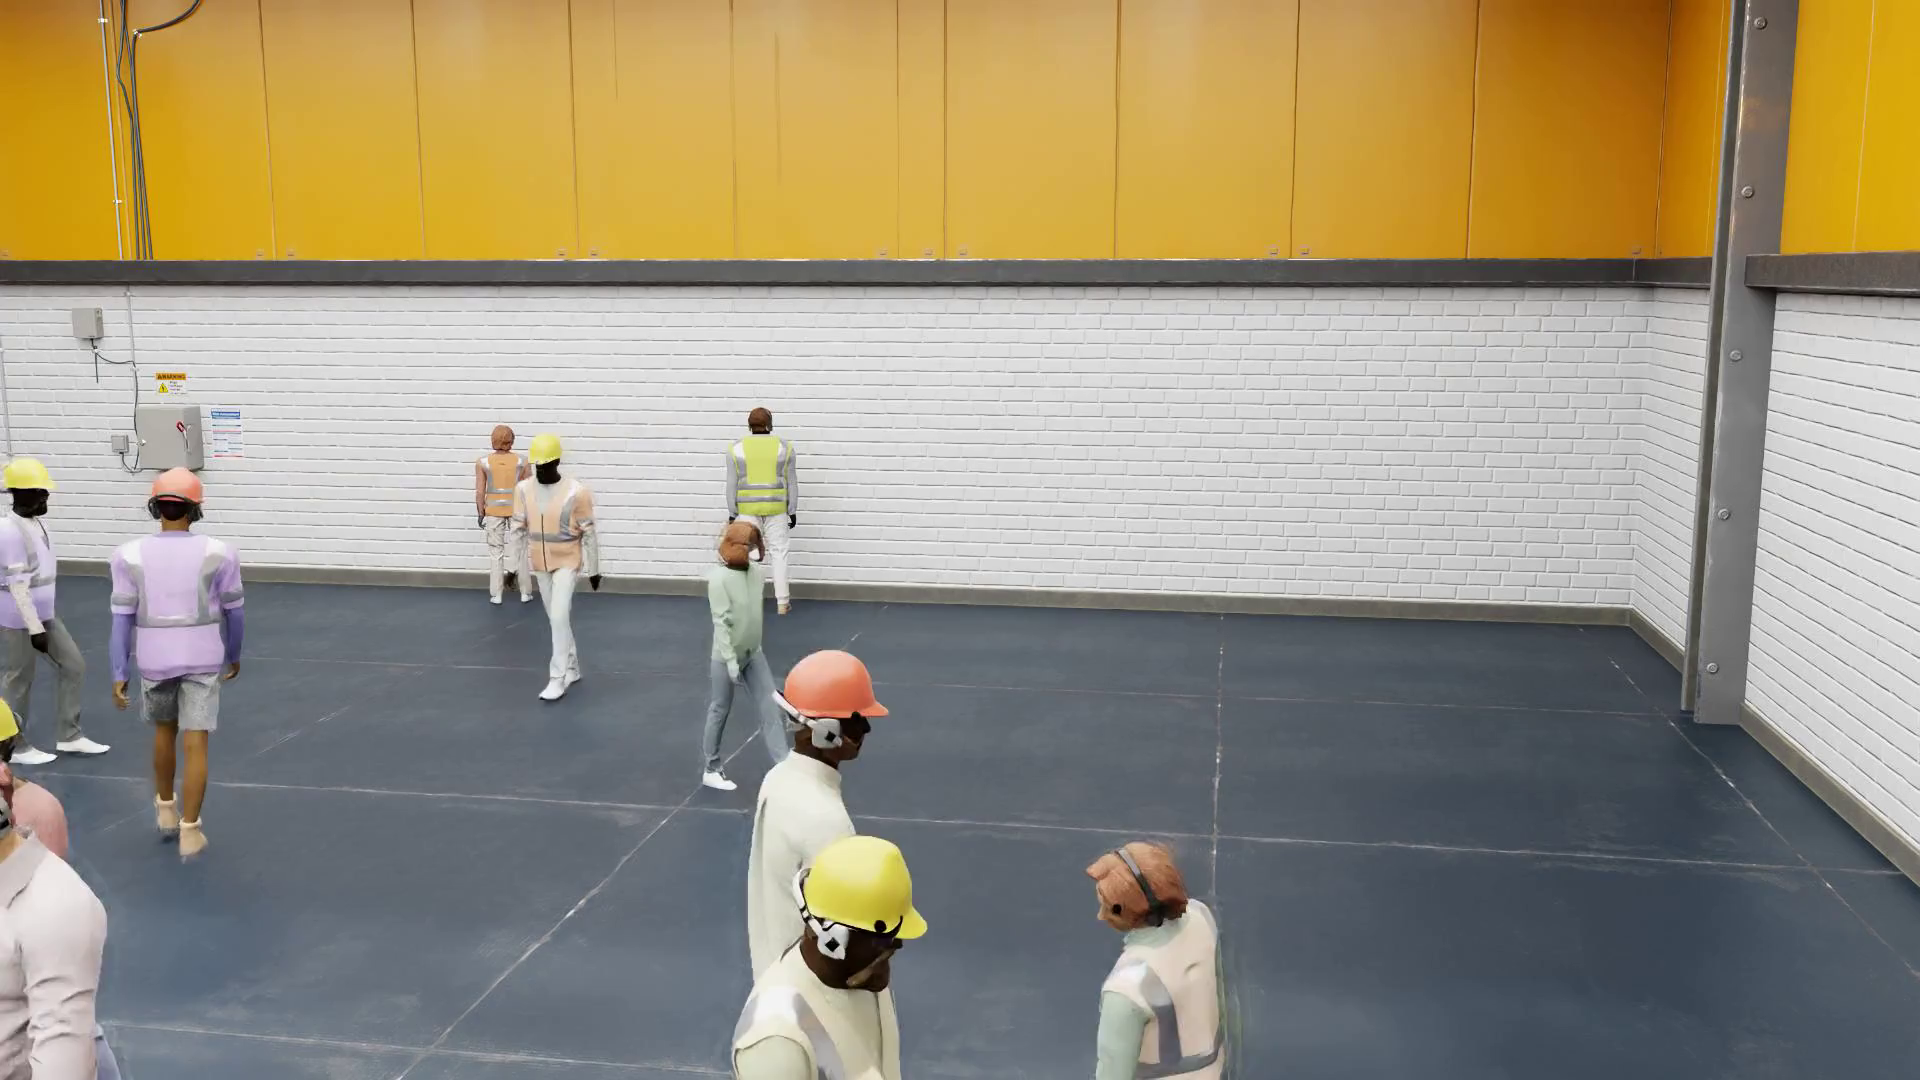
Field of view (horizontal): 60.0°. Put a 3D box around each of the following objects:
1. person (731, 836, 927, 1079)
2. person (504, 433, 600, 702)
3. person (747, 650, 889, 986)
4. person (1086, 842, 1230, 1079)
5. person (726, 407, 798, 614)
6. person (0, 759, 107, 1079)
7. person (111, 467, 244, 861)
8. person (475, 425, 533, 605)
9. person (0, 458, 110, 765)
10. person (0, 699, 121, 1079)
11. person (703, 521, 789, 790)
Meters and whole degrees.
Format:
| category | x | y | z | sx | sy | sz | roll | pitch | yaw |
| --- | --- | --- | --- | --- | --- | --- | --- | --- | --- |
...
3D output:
| category | x | y | z | sx | sy | sz | roll | pitch | yaw |
| --- | --- | --- | --- | --- | --- | --- | --- | --- | --- |
| person | -0.270 | 1.534 | 3.850 | 0.939 | 1.778 | 0.612 | 4 | 10 | 22 |
| person | -2.928 | 0.187 | 11.821 | 0.598 | 1.888 | 0.857 | 3 | 10 | 20 |
| person | -0.493 | 1.284 | 4.811 | 0.800 | 1.964 | 0.606 | -2 | 9 | -14 |
| person | 0.542 | 1.539 | 4.353 | 0.326 | 1.609 | 0.607 | 7 | 12 | 37 |
| person | -1.743 | -0.251 | 14.667 | 0.627 | 1.840 | 0.429 | -1 | 9 | -8 |
| person | -2.450 | 1.443 | 4.155 | 0.677 | 1.850 | 0.996 | 4 | 10 | 22 |
| person | -4.076 | 0.623 | 8.745 | 0.616 | 2.006 | 0.831 | -2 | 10 | -14 |
| person | -4.125 | -0.224 | 15.113 | 0.522 | 1.638 | 0.310 | -3 | 10 | -17 |
| person | -5.568 | 0.447 | 10.146 | 0.731 | 1.896 | 0.604 | -2 | 9 | -11 |
| person | -3.074 | 1.329 | 5.287 | 0.545 | 1.717 | 0.930 | 3 | 10 | 18 |
| person | -1.198 | 0.696 | 9.568 | 0.811 | 1.600 | 0.507 | 6 | 11 | 34 |
